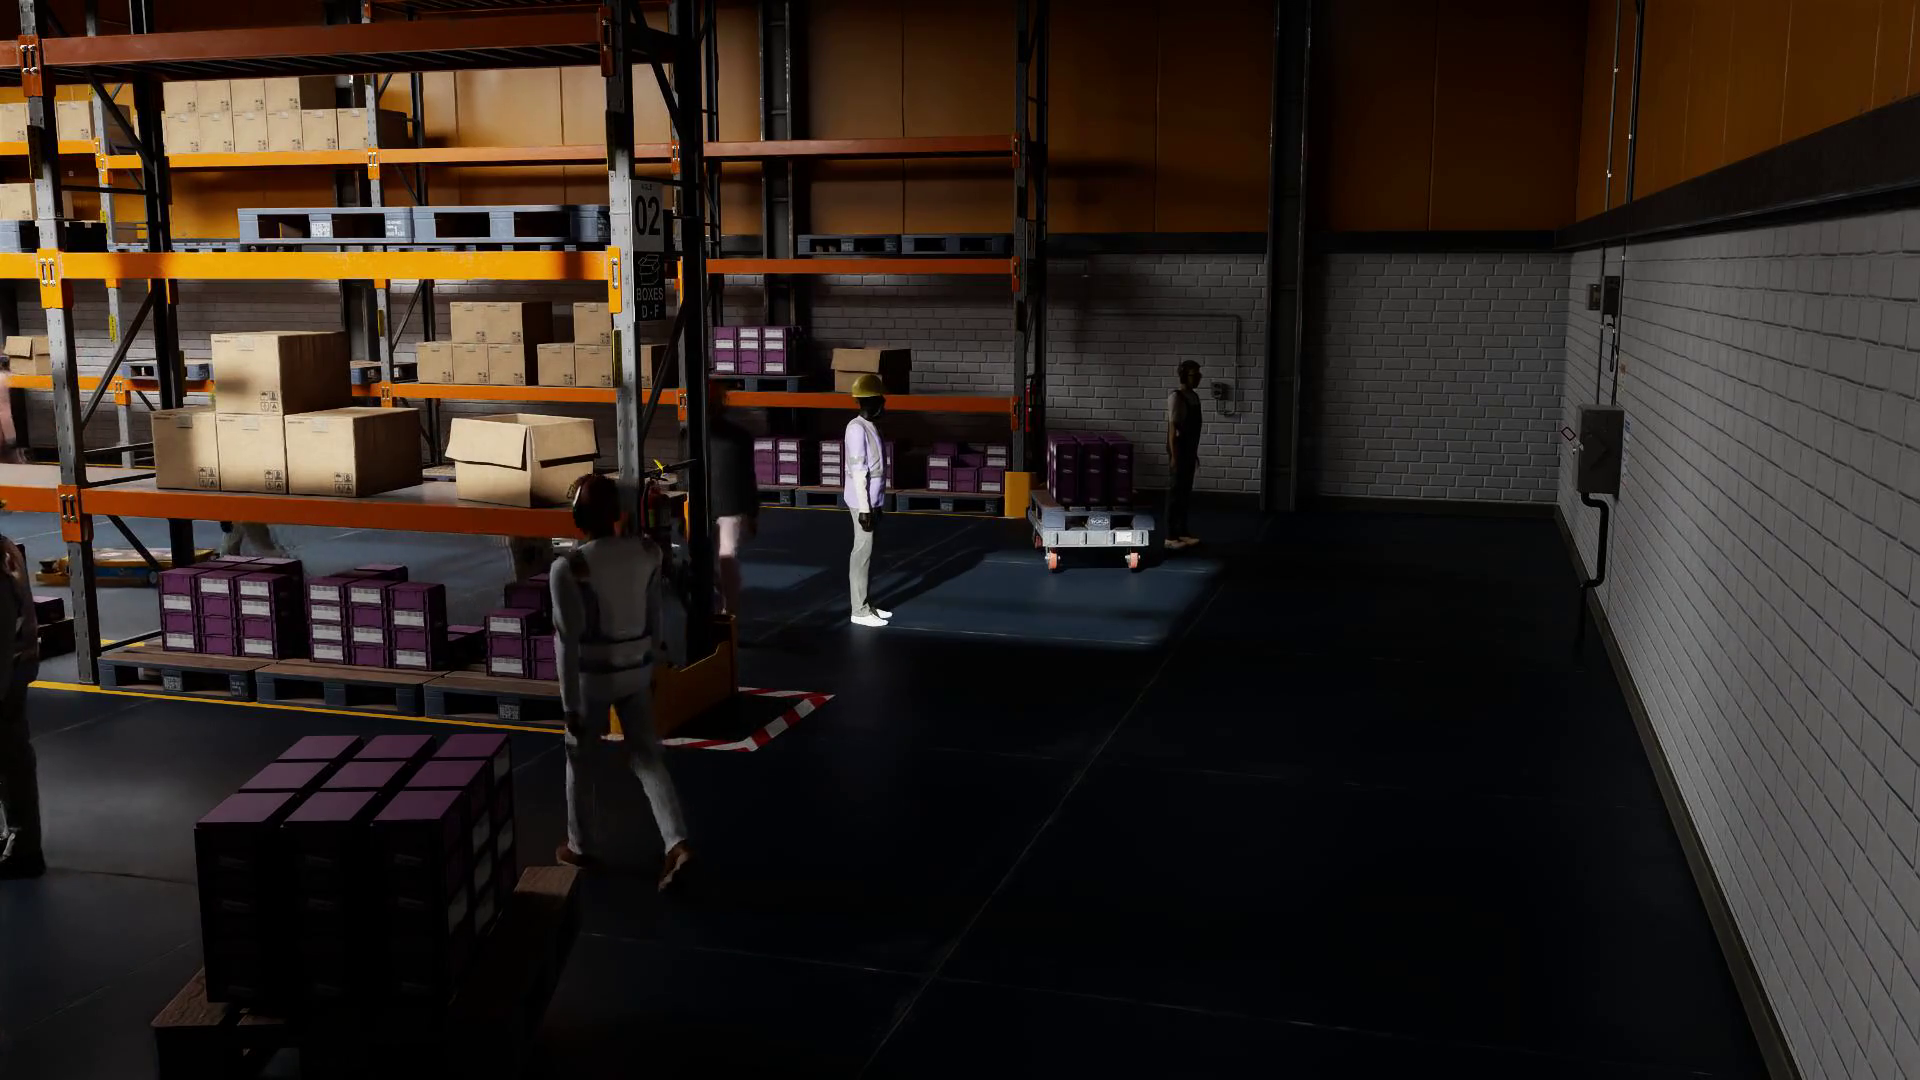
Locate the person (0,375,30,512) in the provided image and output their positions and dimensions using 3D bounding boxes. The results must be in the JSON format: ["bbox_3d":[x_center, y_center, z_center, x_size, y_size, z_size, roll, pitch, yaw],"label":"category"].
[{"bbox_3d":[-10.698,-1.183,18.390,1.036,1.842,0.665,-7,12,-37],"label":"person"}]

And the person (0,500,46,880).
[{"bbox_3d":[-4.363,0.609,7.484,0.403,1.832,0.594,-5,10,-27],"label":"person"}]

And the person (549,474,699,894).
[{"bbox_3d":[-1.498,0.629,7.305,0.574,1.854,0.905,-8,12,-39],"label":"person"}]

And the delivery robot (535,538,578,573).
[{"bbox_3d":[-3.448,0.094,14.225,0.477,0.478,0.707,-2,10,-11],"label":"delivery robot"}]

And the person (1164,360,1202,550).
[{"bbox_3d":[2.196,-0.836,16.253,0.344,1.845,0.506,6,11,34],"label":"person"}]

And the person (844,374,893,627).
[{"bbox_3d":[-0.707,-0.310,12.789,0.355,1.930,0.586,1,9,5],"label":"person"}]

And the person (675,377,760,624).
[{"bbox_3d":[-1.742,-0.219,12.149,0.666,1.964,0.723,2,10,14],"label":"person"}]

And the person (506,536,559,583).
[{"bbox_3d":[-2.976,0.033,11.625,0.367,1.623,0.512,3,10,16],"label":"person"}]

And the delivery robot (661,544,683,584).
[{"bbox_3d":[-2.658,0.120,14.066,0.477,0.478,0.707,-8,12,-41],"label":"delivery robot"}]

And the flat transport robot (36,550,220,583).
[{"bbox_3d":[-7.229,0.220,14.601,1.431,0.197,0.652,0,9,1],"label":"flat transport robot"}]

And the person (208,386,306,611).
[{"bbox_3d":[-5.546,-0.311,13.007,1.006,1.871,0.592,-1,9,-8],"label":"person"}]
